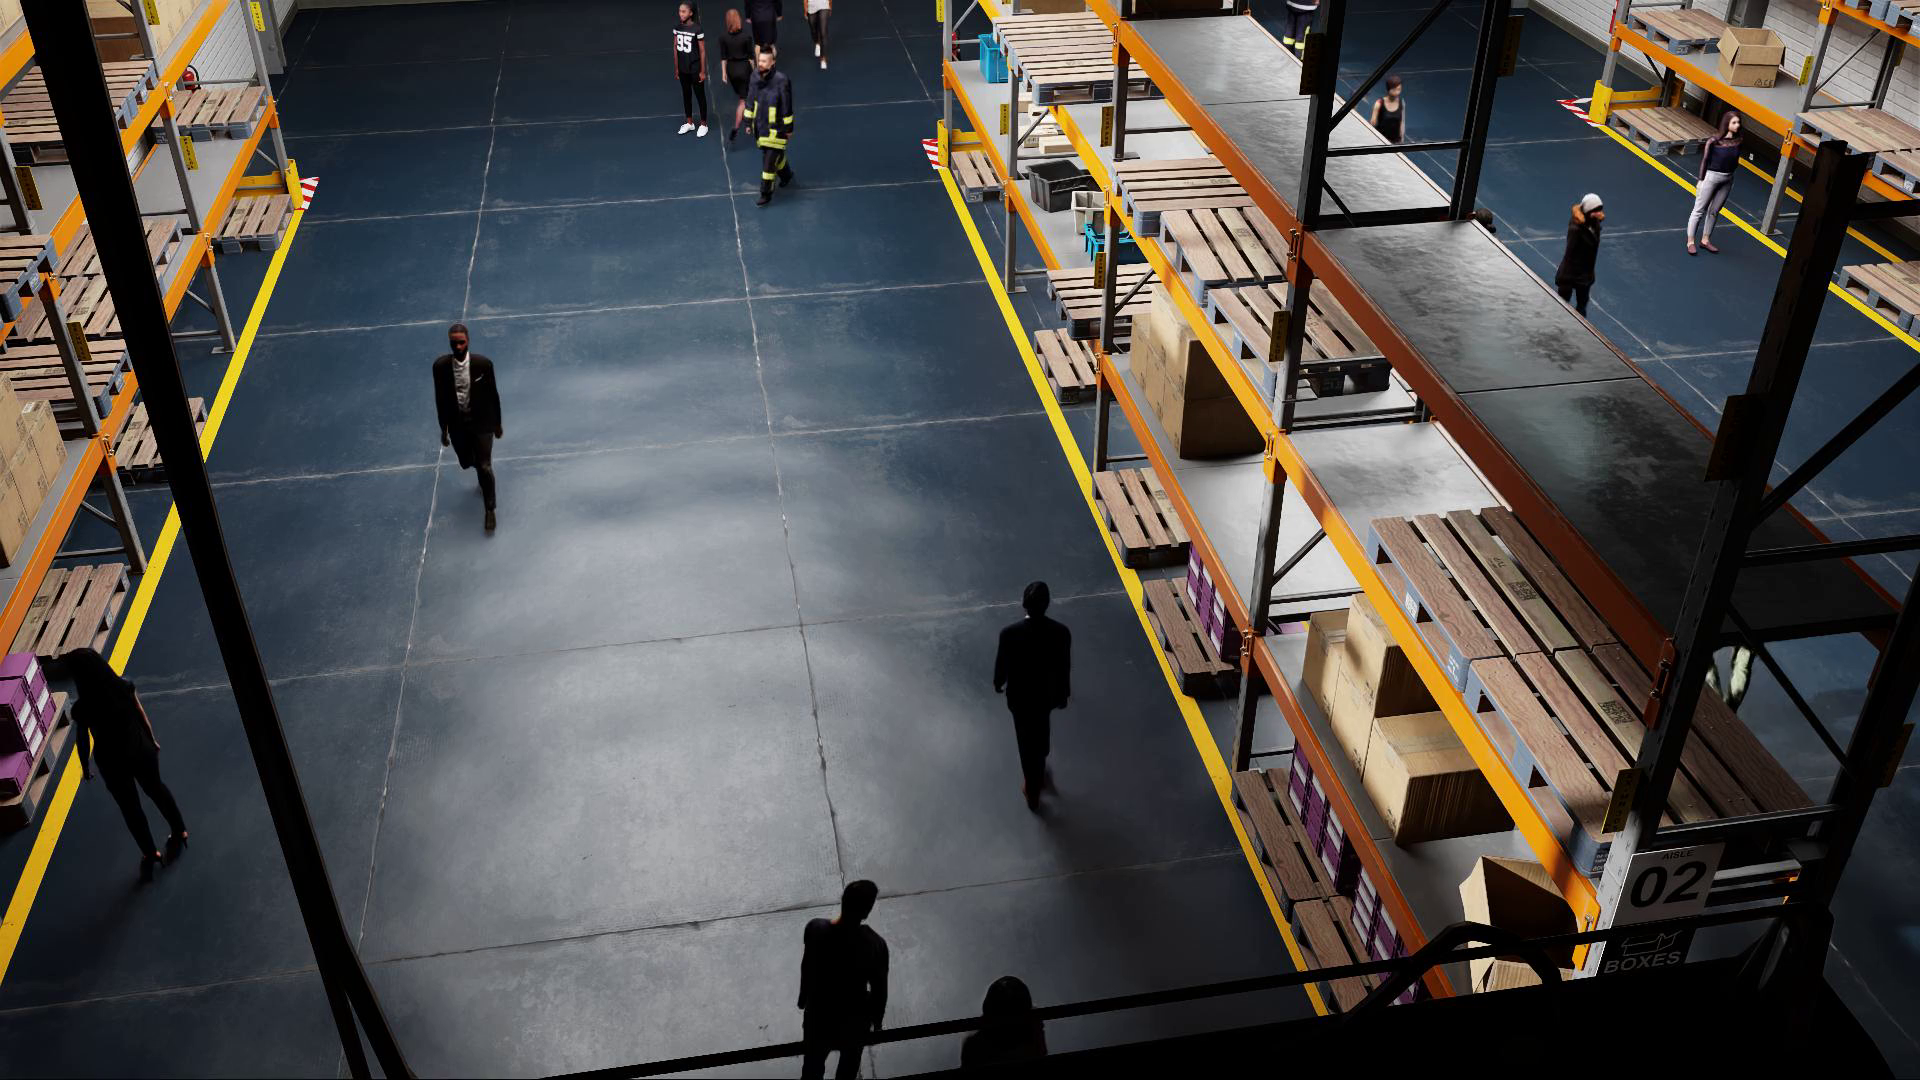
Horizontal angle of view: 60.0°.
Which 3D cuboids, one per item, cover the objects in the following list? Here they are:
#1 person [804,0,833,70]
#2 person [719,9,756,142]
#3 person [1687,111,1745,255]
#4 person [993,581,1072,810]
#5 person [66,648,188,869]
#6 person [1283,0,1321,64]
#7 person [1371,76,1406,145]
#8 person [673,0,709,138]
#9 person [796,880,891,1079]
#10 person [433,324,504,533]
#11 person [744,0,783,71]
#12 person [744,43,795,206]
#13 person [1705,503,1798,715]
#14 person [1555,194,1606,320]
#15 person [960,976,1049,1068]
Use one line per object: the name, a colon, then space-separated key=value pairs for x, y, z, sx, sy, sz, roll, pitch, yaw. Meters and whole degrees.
person: x=-2.074 y=-7.735 z=24.202 sx=0.694 sy=1.605 sz=1.136 roll=0 pitch=34 yaw=0
person: x=-2.852 y=-5.940 z=21.448 sx=0.855 sy=1.664 sz=1.130 roll=7 pitch=34 yaw=11
person: x=8.447 y=-3.987 z=18.564 sx=0.597 sy=1.604 sz=0.539 roll=-7 pitch=34 yaw=-10
person: x=0.487 y=1.069 z=10.863 sx=0.628 sy=1.709 sz=0.722 roll=-6 pitch=34 yaw=-9
person: x=-5.192 y=1.384 z=10.372 sx=0.726 sy=1.727 sz=0.668 roll=22 pitch=39 yaw=29
person: x=5.008 y=-7.991 z=24.249 sx=0.915 sy=1.980 sz=0.736 roll=-19 pitch=38 yaw=-26
person: x=5.044 y=-4.811 z=19.860 sx=0.597 sy=1.541 sz=0.620 roll=-11 pitch=35 yaw=-16
person: x=-3.516 y=-6.165 z=21.729 sx=0.715 sy=1.728 sz=0.748 roll=14 pitch=36 yaw=20
person: x=-0.654 y=2.527 z=8.652 sx=0.921 sy=1.728 sz=1.092 roll=4 pitch=34 yaw=7
person: x=-4.090 y=-0.998 z=13.913 sx=0.716 sy=1.774 sz=1.096 roll=-3 pitch=34 yaw=-5
person: x=-2.795 y=-7.421 z=23.671 sx=0.687 sy=1.670 sz=0.600 roll=-5 pitch=34 yaw=-8
person: x=-2.217 y=-5.006 z=19.890 sx=1.185 sy=1.833 sz=1.272 roll=19 pitch=38 yaw=26
person: x=5.467 y=0.597 z=11.433 sx=0.764 sy=1.863 sz=0.724 roll=-13 pitch=36 yaw=-18
person: x=6.098 y=-2.688 z=16.600 sx=0.865 sy=1.616 sz=1.007 roll=-21 pitch=39 yaw=-28
person: x=0.223 y=2.755 z=8.420 sx=0.722 sy=1.605 sz=0.760 roll=-17 pitch=37 yaw=-24
